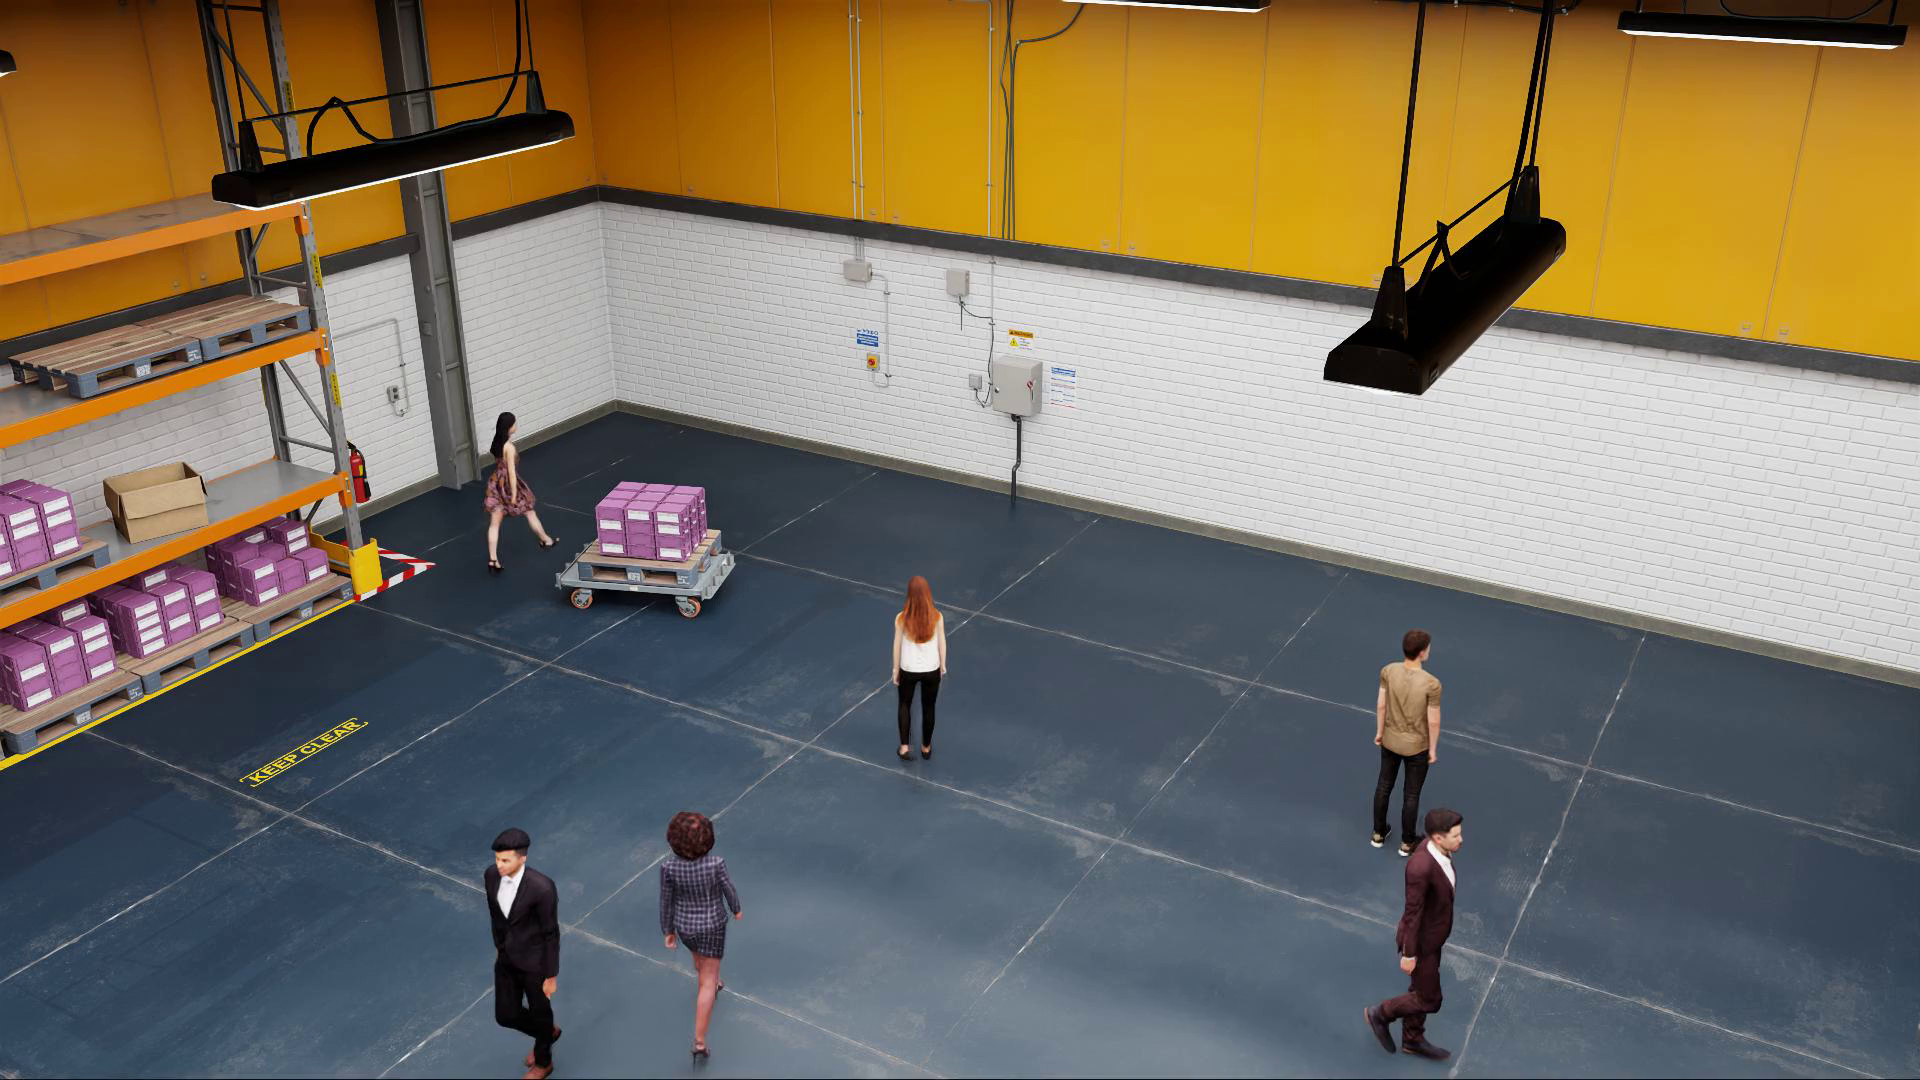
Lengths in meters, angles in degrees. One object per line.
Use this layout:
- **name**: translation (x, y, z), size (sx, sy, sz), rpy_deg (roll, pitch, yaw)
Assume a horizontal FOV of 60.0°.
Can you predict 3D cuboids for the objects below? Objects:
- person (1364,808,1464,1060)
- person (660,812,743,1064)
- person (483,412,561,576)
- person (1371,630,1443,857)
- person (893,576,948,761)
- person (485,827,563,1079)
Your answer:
- **person**: translation (2.863, 2.487, 10.534), size (0.773, 1.857, 0.739), rpy_deg (12, 26, 25)
- **person**: translation (-1.668, 2.564, 10.622), size (0.890, 1.644, 1.159), rpy_deg (3, 24, 7)
- **person**: translation (-4.813, -0.449, 17.419), size (0.716, 1.721, 1.176), rpy_deg (16, 28, 32)
- **person**: translation (3.399, 1.540, 12.710), size (0.706, 1.850, 0.639), rpy_deg (20, 30, 38)
- **person**: translation (-0.324, 1.108, 13.863), size (0.718, 1.717, 0.751), rpy_deg (-1, 24, -2)
- **person**: translation (-2.642, 2.550, 10.369), size (0.737, 1.874, 0.687), rpy_deg (11, 26, 24)
